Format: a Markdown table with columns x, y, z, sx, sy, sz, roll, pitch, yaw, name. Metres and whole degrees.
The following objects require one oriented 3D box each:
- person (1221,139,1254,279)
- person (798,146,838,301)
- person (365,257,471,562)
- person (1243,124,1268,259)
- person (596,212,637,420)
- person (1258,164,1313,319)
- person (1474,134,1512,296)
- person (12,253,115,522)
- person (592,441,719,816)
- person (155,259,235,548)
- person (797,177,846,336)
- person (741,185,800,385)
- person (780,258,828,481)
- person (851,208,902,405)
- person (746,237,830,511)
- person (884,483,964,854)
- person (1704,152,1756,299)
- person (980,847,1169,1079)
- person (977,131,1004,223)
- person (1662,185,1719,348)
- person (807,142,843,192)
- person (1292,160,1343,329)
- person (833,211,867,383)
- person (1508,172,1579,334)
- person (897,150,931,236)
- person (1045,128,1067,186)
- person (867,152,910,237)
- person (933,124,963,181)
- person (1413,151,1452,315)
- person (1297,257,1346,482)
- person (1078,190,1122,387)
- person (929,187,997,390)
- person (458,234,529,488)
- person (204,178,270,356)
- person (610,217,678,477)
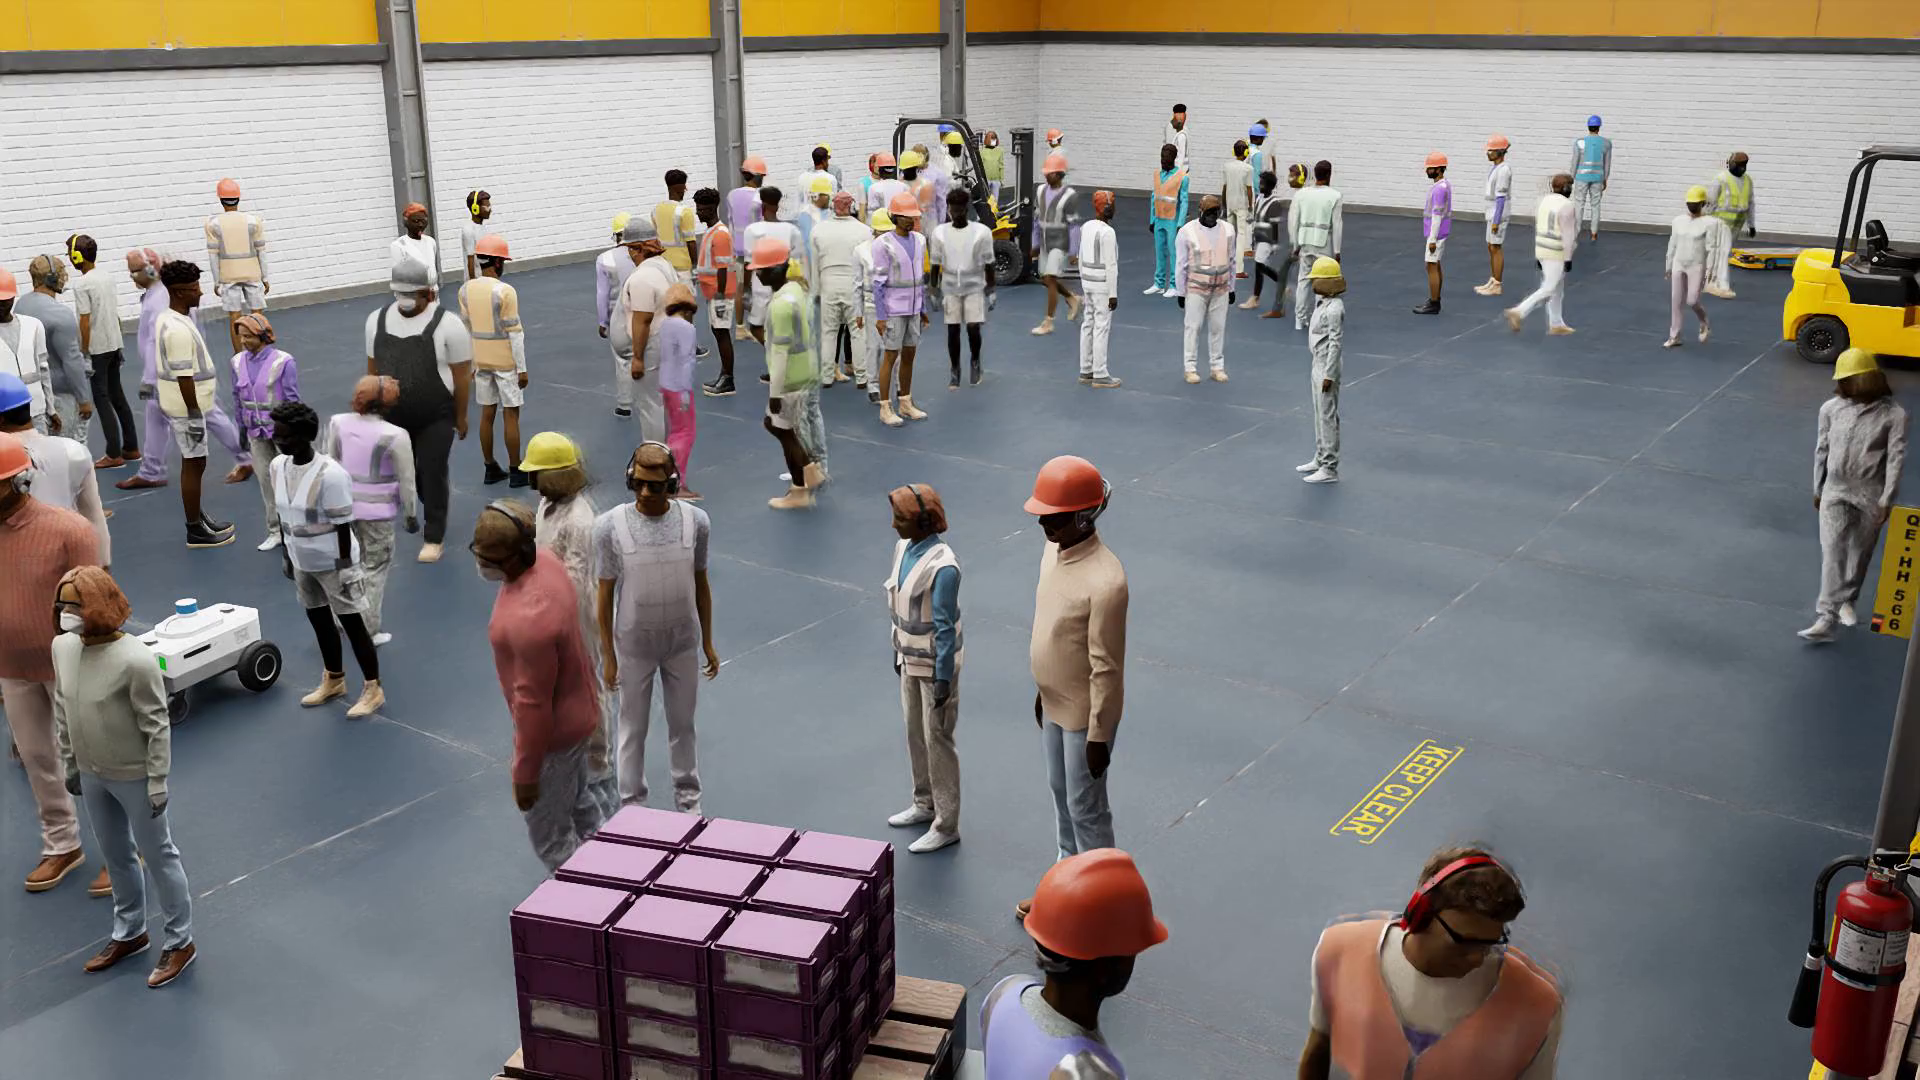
| x | y | z | sx | sy | sz | roll | pitch | yaw | name |
| --- | --- | --- | --- | --- | --- | --- | --- | --- | --- |
| 3.777 | -4.484 | 22.582 | 0.509 | 1.860 | 0.334 | 17 | 24 | 42 | person |
| -1.752 | -3.913 | 20.693 | 0.597 | 1.916 | 0.371 | 11 | 21 | 32 | person |
| -3.599 | -0.915 | 11.119 | 0.698 | 2.000 | 0.737 | 2 | 18 | 7 | person |
| 4.291 | -5.118 | 24.434 | 0.417 | 1.939 | 0.605 | -3 | 18 | -9 | person |
| -2.943 | -1.993 | 14.827 | 0.598 | 1.830 | 0.403 | -9 | 20 | -26 | person |
| 4.041 | -3.491 | 19.537 | 0.878 | 1.835 | 0.514 | -2 | 18 | -8 | person |
| 6.797 | -4.132 | 21.208 | 0.421 | 2.036 | 0.601 | 2 | 18 | 6 | person |
| -6.338 | -1.044 | 11.707 | 0.636 | 1.931 | 0.377 | 12 | 21 | 33 | person |
| -1.289 | 0.463 | 7.132 | 0.505 | 1.842 | 0.349 | -8 | 19 | -23 | person |
| -5.216 | -0.920 | 11.280 | 0.381 | 1.958 | 0.599 | -9 | 20 | -27 | person |
| -1.554 | -3.118 | 18.441 | 0.941 | 1.784 | 0.604 | 9 | 20 | 26 | person |
| -1.778 | -2.407 | 15.950 | 0.628 | 1.938 | 0.592 | -14 | 23 | -38 | person |
| -1.273 | -1.326 | 12.907 | 0.358 | 1.734 | 0.486 | 7 | 19 | 21 | person |
| -0.700 | -2.154 | 15.362 | 0.601 | 1.817 | 0.403 | -6 | 19 | -19 | person |
| -1.281 | -1.164 | 11.932 | 0.445 | 2.017 | 0.644 | 1 | 18 | 2 | person |
| -0.149 | 0.540 | 7.229 | 0.319 | 1.630 | 0.528 | -8 | 20 | -24 | person |
| 9.806 | -3.973 | 21.044 | 0.651 | 1.809 | 0.824 | -6 | 19 | -18 | person |
| 0.243 | 1.553 | 3.584 | 0.391 | 1.928 | 0.545 | -7 | 19 | -20 | person |
| 0.498 | -5.929 | 27.481 | 0.497 | 1.626 | 0.286 | -9 | 20 | -27 | person |
| 7.896 | -2.950 | 17.942 | 0.487 | 1.751 | 0.533 | -13 | 22 | -34 | person |
| -1.898 | -4.707 | 23.441 | 0.517 | 1.757 | 0.337 | -6 | 19 | -19 | person |
| 4.044 | -3.331 | 18.876 | 0.597 | 1.914 | 0.373 | 14 | 23 | 37 | person |
| -1.102 | -2.409 | 16.346 | 0.317 | 1.695 | 0.540 | 11 | 21 | 31 | person |
| 6.559 | -3.177 | 18.570 | 0.769 | 1.818 | 0.639 | -1 | 18 | -4 | person |
| -0.612 | -3.840 | 20.496 | 0.438 | 1.898 | 0.621 | -14 | 23 | -37 | person |
| 1.501 | -5.607 | 26.274 | 0.335 | 1.743 | 0.561 | 5 | 18 | 15 | person |
| -0.865 | -3.644 | 19.839 | 0.544 | 1.930 | 0.389 | -10 | 20 | -28 | person |
| -0.201 | -5.326 | 25.064 | 0.392 | 1.946 | 0.616 | 14 | 23 | 38 | person |
| 5.664 | -3.671 | 19.928 | 0.386 | 1.929 | 0.548 | 7 | 19 | 20 | person |
| 2.797 | -1.312 | 12.846 | 0.325 | 1.740 | 0.492 | 1 | 18 | 2 | person |
| 1.355 | -2.429 | 16.106 | 0.341 | 1.883 | 0.587 | -8 | 19 | -23 | person |
| 0.020 | -2.388 | 15.878 | 0.634 | 1.946 | 0.425 | 4 | 18 | 11 | person |
| -3.512 | -1.358 | 12.686 | 0.542 | 1.929 | 0.369 | 9 | 20 | 26 | person |
| -7.224 | -2.645 | 16.691 | 0.546 | 1.942 | 0.353 | -9 | 20 | -26 | person |
| -2.448 | -1.507 | 12.970 | 0.535 | 2.000 | 0.686 | 2 | 18 | 7 | person |
